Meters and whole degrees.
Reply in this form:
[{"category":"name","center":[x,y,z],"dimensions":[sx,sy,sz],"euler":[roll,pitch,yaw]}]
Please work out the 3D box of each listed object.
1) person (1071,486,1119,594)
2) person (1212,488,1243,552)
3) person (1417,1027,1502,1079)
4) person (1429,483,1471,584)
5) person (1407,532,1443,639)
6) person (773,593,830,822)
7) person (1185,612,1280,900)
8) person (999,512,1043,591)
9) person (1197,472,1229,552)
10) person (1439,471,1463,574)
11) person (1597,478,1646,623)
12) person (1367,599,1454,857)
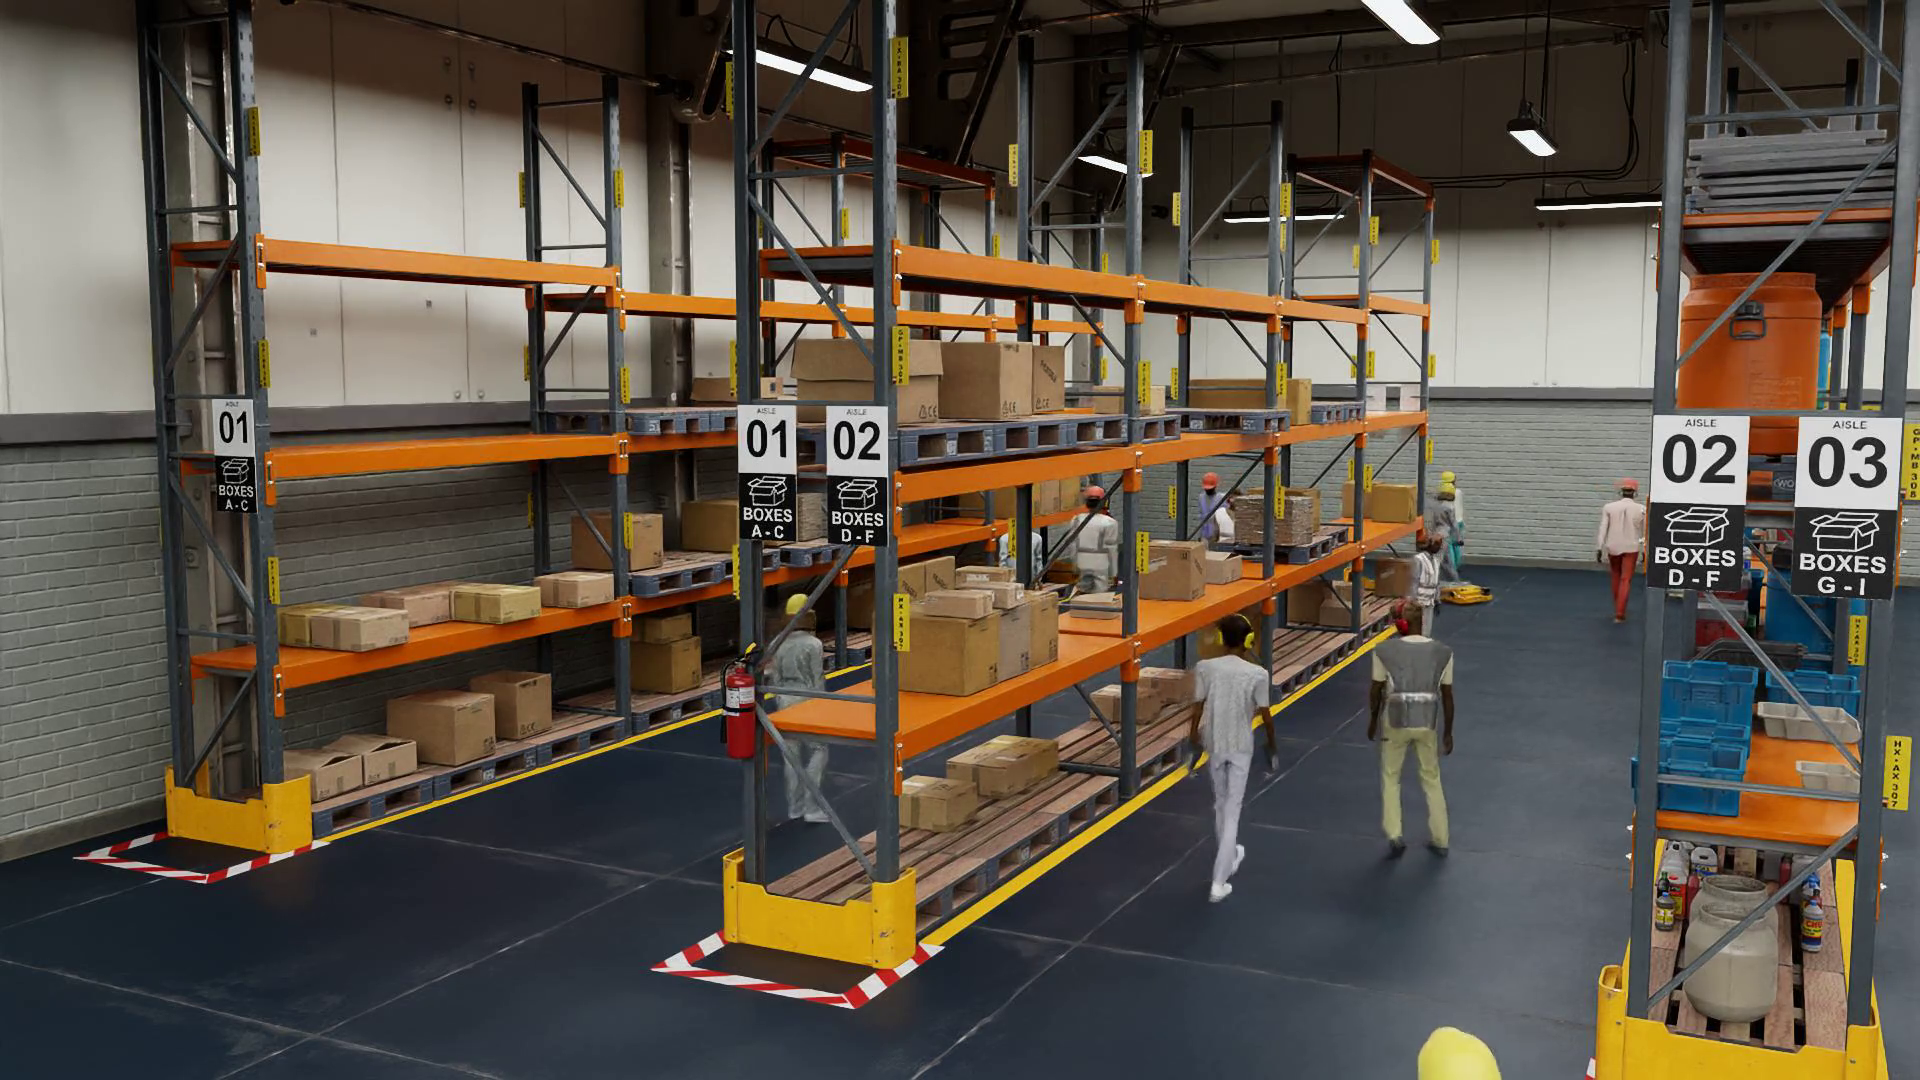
[{"category":"person","center":[1.643,0.352,20.224],"dimensions":[0.658,2.004,0.691],"euler":[3,7,29]},{"category":"person","center":[3.753,0.174,22.857],"dimensions":[0.589,1.825,0.496],"euler":[1,6,10]},{"category":"person","center":[1.305,2.131,4.236],"dimensions":[0.567,1.753,0.407],"euler":[0,6,2]},{"category":"person","center":[7.406,-0.016,25.311],"dimensions":[0.900,1.688,0.478],"euler":[-1,6,-12]},{"category":"person","center":[5.153,0.721,18.522],"dimensions":[0.339,1.617,0.545],"euler":[5,8,40]},{"category":"person","center":[-1.197,1.270,12.590],"dimensions":[0.519,1.739,0.329],"euler":[4,7,36]},{"category":"person","center":[1.826,1.389,10.984],"dimensions":[0.550,1.826,0.927],"euler":[3,7,28]},{"category":"person","center":[0.754,0.473,20.278],"dimensions":[0.564,1.748,0.339],"euler":[-2,6,-15]},{"category":"person","center":[3.804,-0.084,24.990],"dimensions":[0.585,1.894,0.575],"euler":[6,8,43]},{"category":"person","center":[8.204,-0.289,27.811],"dimensions":[0.399,1.728,0.635],"euler":[6,8,44]},{"category":"person","center":[9.061,0.134,22.660],"dimensions":[0.637,1.935,1.012],"euler":[4,7,34]},{"category":"person","center":[3.186,1.326,11.694],"dimensions":[0.585,1.815,0.434],"euler":[-1,6,-5]}]
